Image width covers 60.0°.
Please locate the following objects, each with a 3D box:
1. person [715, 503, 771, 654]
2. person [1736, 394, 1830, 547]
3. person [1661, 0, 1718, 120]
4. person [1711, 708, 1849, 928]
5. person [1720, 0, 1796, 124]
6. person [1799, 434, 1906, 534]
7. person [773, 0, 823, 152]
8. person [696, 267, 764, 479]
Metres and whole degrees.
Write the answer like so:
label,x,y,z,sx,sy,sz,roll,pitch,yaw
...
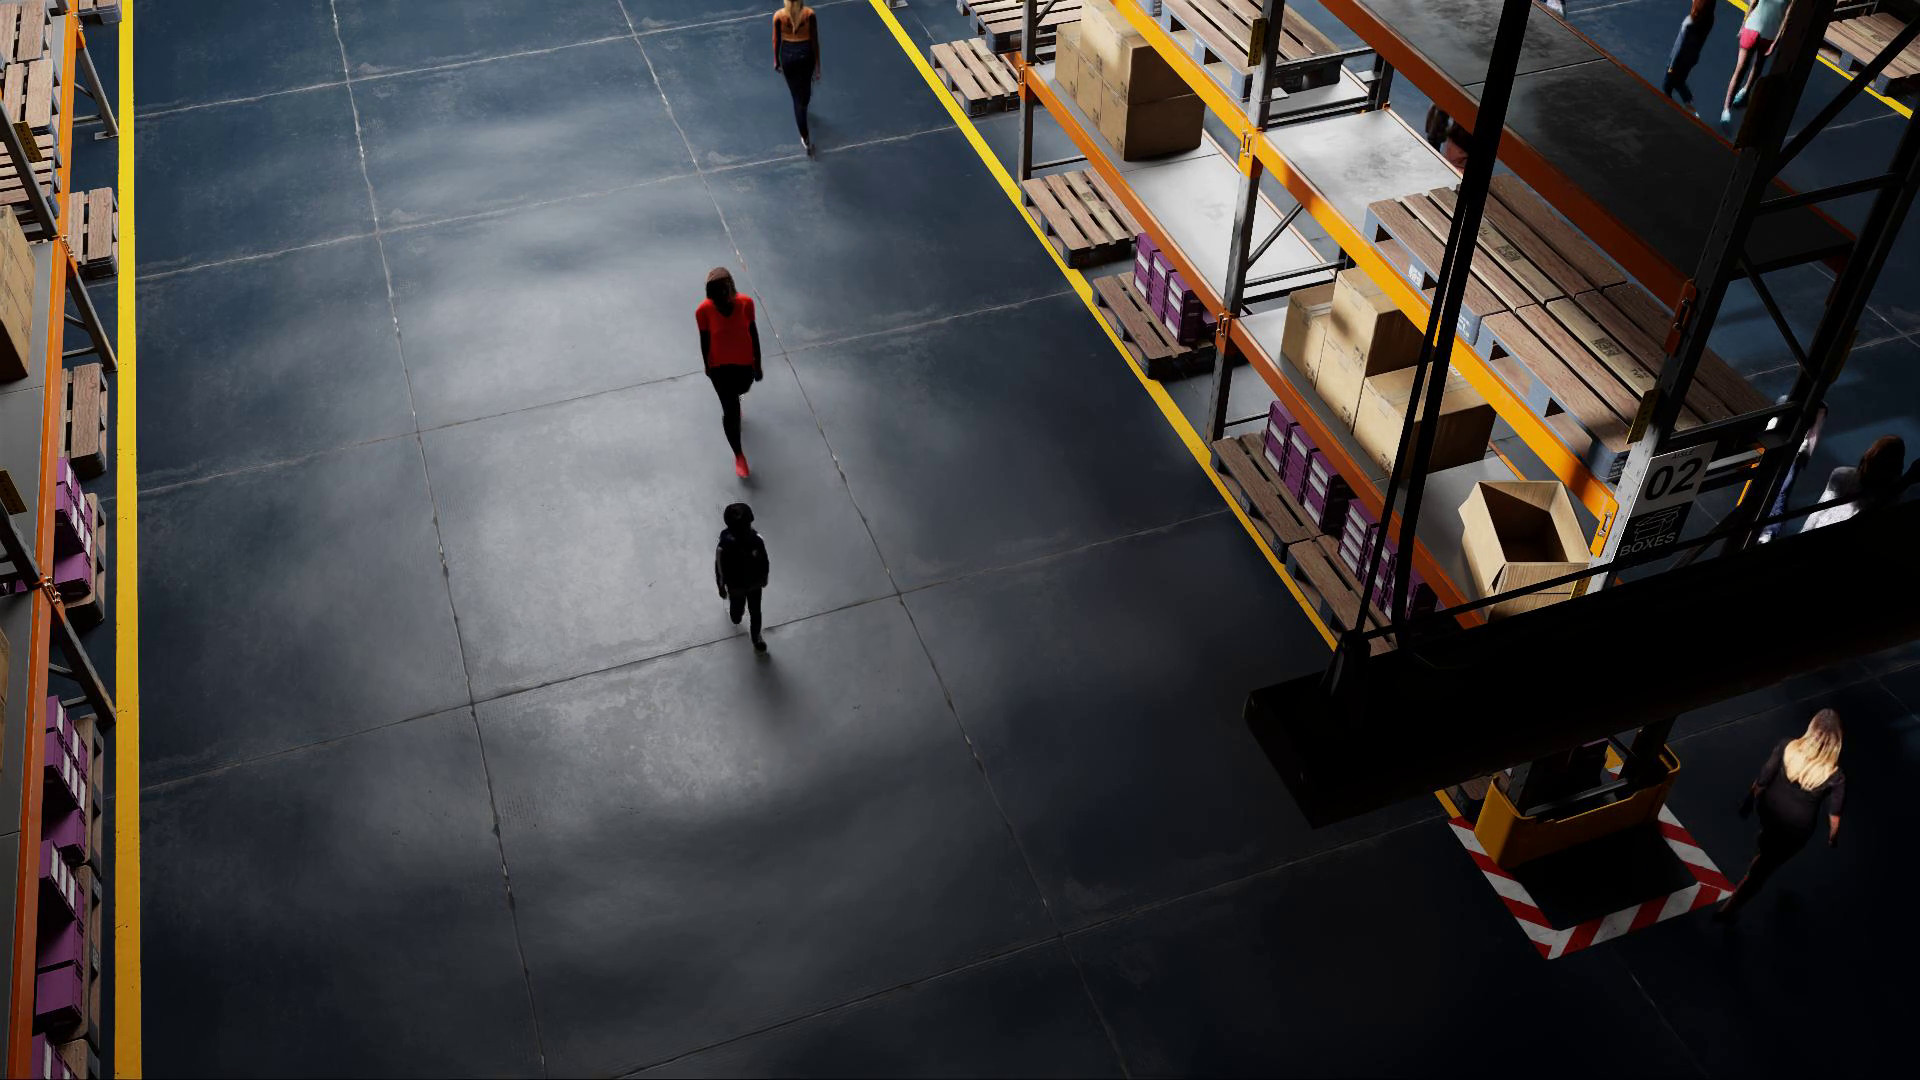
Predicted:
label,x,y,z,sx,sy,sz,roll,pitch,yaw
person,-1.460,0.215,11.114,0.526,1.217,0.652,-16,46,-16
person,5.784,-0.569,11.704,0.917,1.538,1.028,13,45,14
person,7.023,-4.604,15.991,0.680,1.467,0.843,-25,49,-24
person,4.550,1.620,9.335,0.811,1.636,1.002,-22,48,-21
person,7.802,-4.930,16.157,1.147,1.710,1.069,34,53,30
person,5.718,0.059,10.868,0.920,1.783,0.990,16,46,17
person,-1.526,-4.474,15.769,0.734,1.585,1.159,-7,44,-7
person,-1.717,-1.369,12.458,0.579,1.656,1.132,-15,46,-15
